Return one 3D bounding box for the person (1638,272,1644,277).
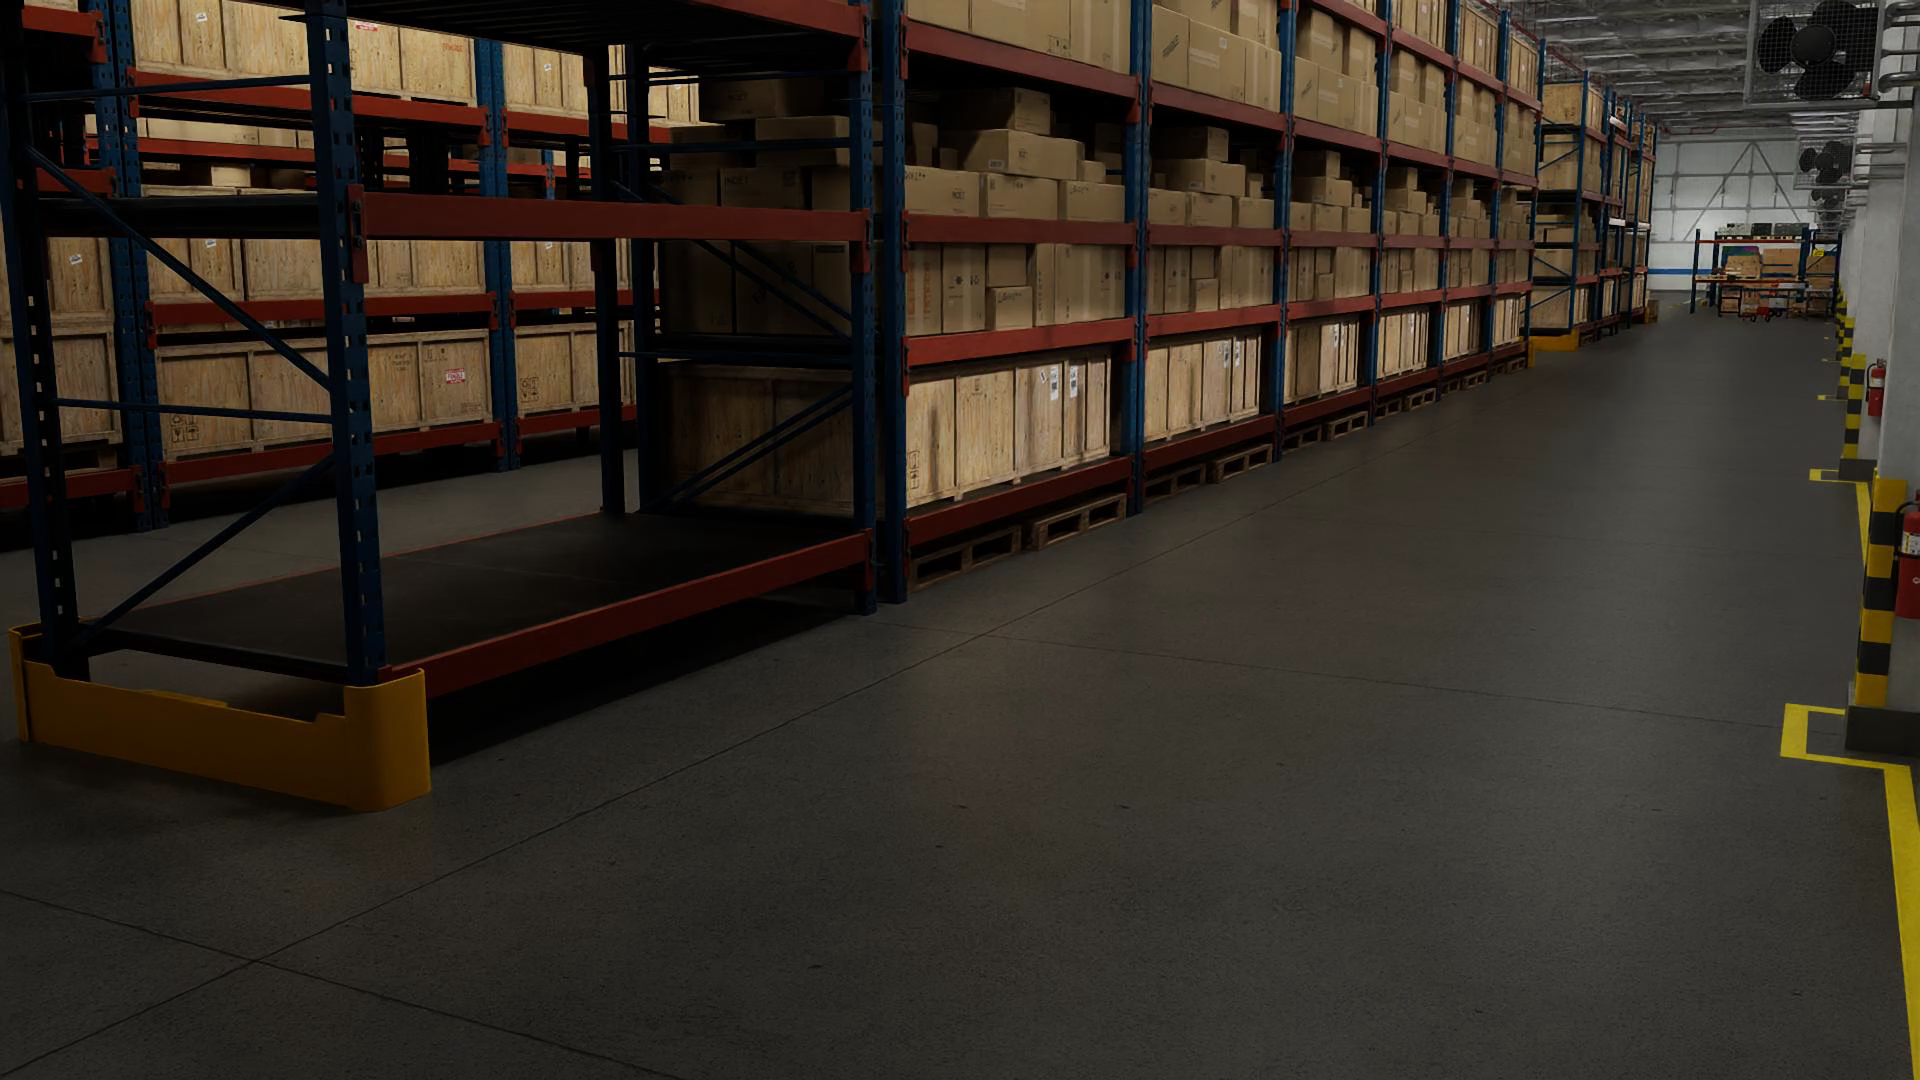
[{"bbox_3d":[36.365,-13.969,88.839,0.508,1.629,0.318,3,10,16],"label":"person"}]
